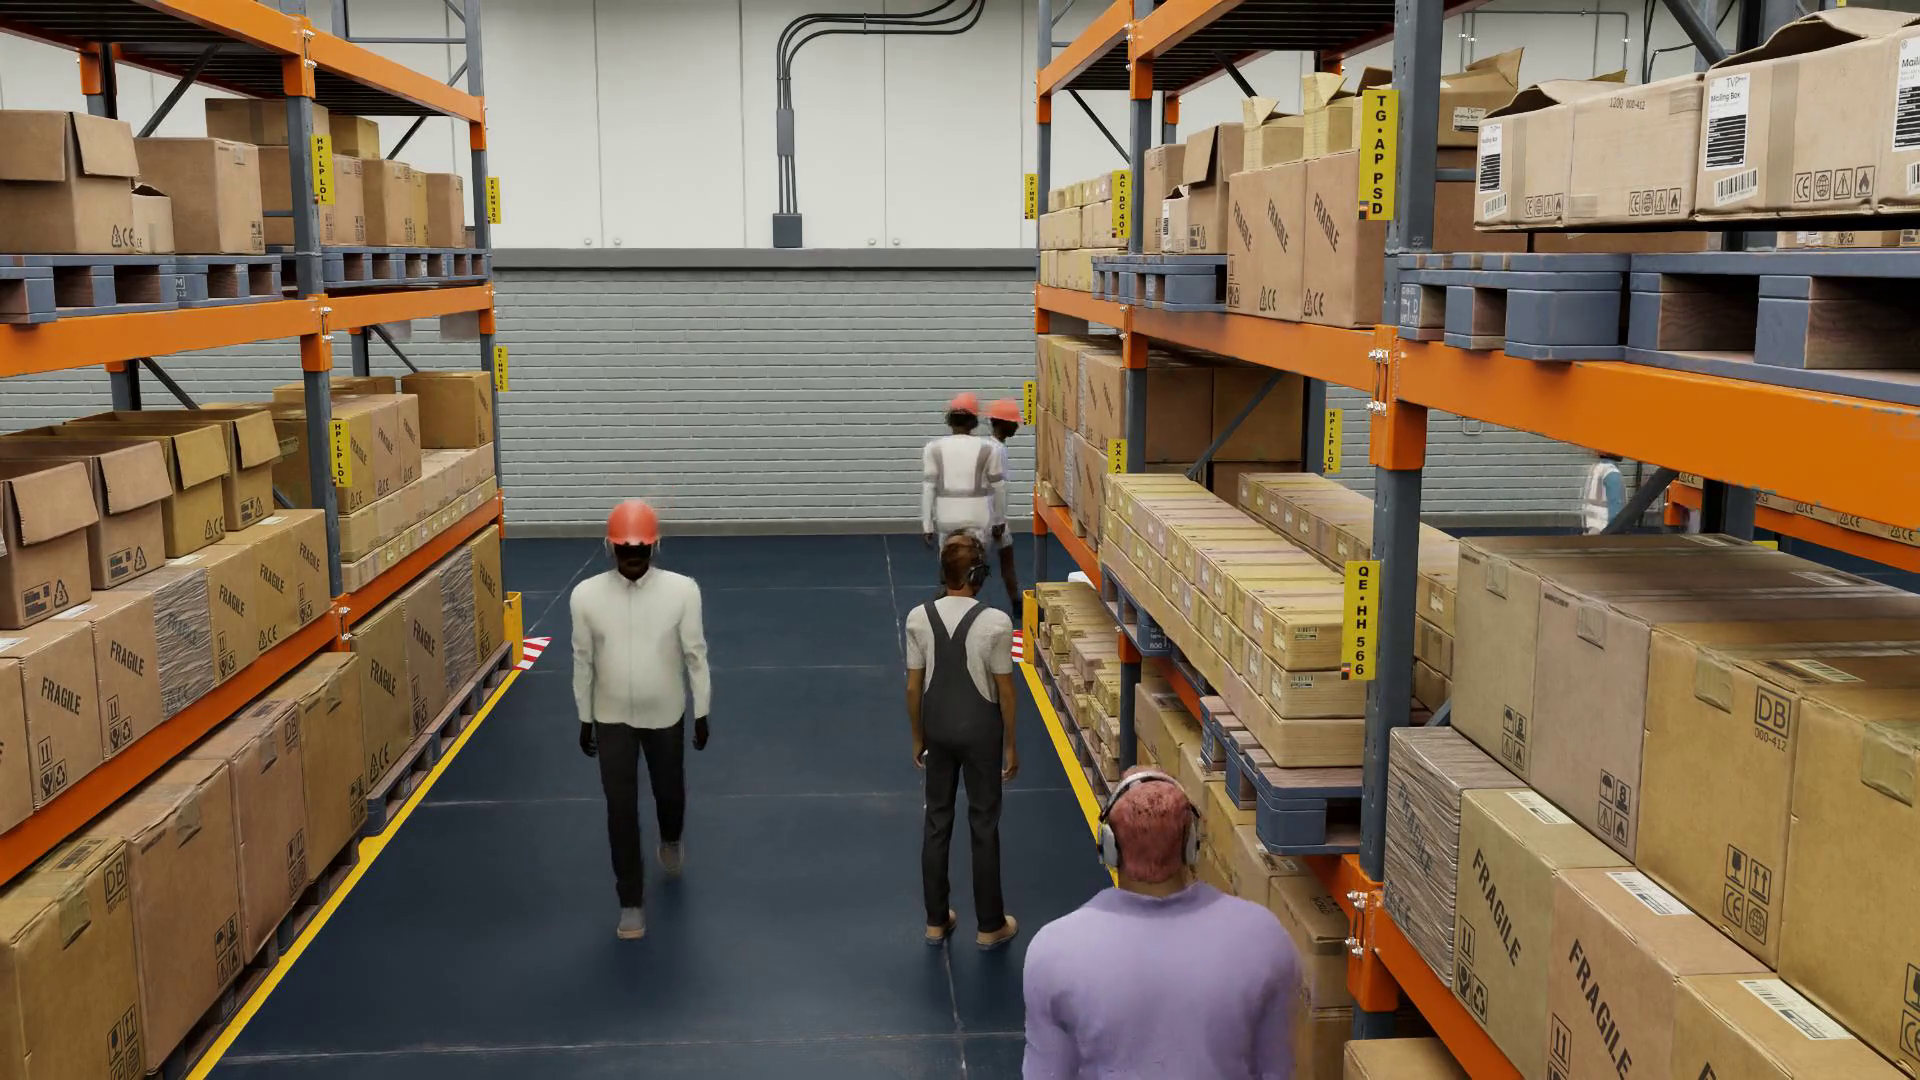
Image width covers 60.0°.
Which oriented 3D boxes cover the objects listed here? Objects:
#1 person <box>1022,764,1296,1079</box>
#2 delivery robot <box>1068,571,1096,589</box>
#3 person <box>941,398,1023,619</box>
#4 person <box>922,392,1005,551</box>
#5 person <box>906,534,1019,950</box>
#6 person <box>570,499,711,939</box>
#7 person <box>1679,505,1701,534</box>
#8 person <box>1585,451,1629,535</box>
[{"bbox_3d":[0.460,1.456,3.860,0.646,1.881,0.868,0,10,-2],"label":"person"},{"bbox_3d":[1.190,0.408,13.637,0.477,0.478,0.707,-5,11,-29],"label":"delivery robot"},{"bbox_3d":[0.226,-0.242,13.850,0.952,1.901,0.560,1,10,4],"label":"person"},{"bbox_3d":[0.033,-0.167,13.090,0.626,1.974,1.084,2,10,9],"label":"person"},{"bbox_3d":[0.015,0.888,7.312,0.506,1.839,0.343,4,10,20],"label":"person"},{"bbox_3d":[-1.468,0.760,7.699,0.623,1.970,0.851,-1,10,-8],"label":"person"},{"bbox_3d":[6.121,-0.261,14.071,0.695,1.844,0.513,9,13,42],"label":"person"},{"bbox_3d":[5.275,-0.100,13.842,0.818,1.600,0.515,2,10,13],"label":"person"}]
